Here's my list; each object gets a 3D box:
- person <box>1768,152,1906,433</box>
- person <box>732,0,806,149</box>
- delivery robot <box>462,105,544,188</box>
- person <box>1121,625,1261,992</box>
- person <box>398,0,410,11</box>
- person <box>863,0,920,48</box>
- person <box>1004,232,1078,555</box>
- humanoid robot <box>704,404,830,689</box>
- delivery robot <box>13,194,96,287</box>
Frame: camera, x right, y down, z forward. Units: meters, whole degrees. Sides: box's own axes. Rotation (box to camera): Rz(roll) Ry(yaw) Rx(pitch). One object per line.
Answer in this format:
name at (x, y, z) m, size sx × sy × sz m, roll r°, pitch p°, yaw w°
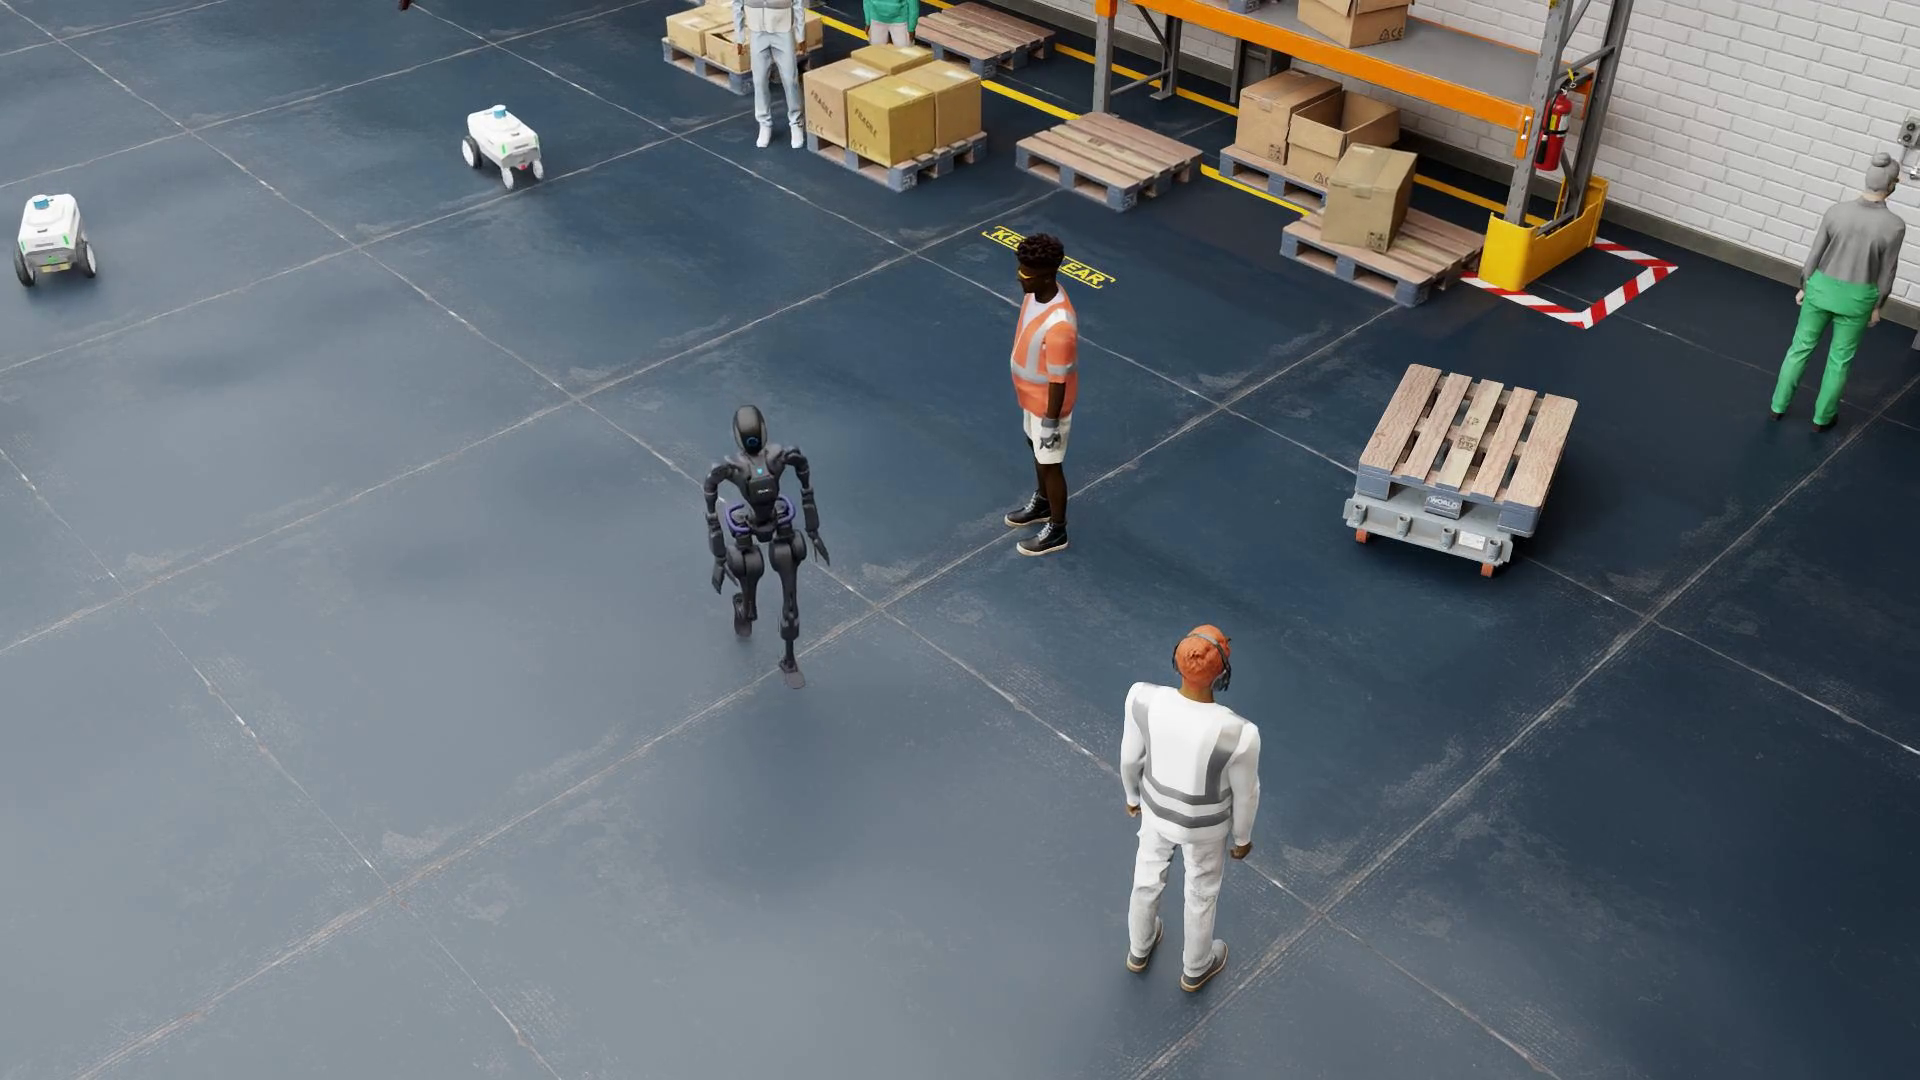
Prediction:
person at (5.428, -1.521, 10.234) m, size 0.513 × 1.853 × 0.340 m, roll 25°, pitch 44°, yaw 29°
person at (-1.567, -4.186, 13.722) m, size 0.596 × 1.906 × 0.402 m, roll 2°, pitch 37°, yaw 3°
delivery robot at (-3.736, -3.264, 13.618) m, size 0.499 × 0.595 × 0.781 m, roll -24°, pitch 43°, yaw -29°
person at (0.919, 1.104, 6.735) m, size 0.574 × 1.882 × 0.356 m, roll 18°, pitch 41°, yaw 22°
person at (-5.611, -6.242, 16.551) m, size 0.539 × 1.767 × 0.645 m, roll -3°, pitch 37°, yaw -4°
person at (-0.573, -4.405, 14.062) m, size 0.496 × 1.843 × 0.404 m, roll 11°, pitch 39°, yaw 15°
person at (0.461, -0.801, 9.200) m, size 0.369 × 1.958 × 0.596 m, roll -6°, pitch 37°, yaw -7°
humanoid robot at (-0.991, -0.034, 8.424) m, size 0.609 × 1.643 × 0.562 m, roll -13°, pitch 39°, yaw -16°
delivery robot at (-6.695, -2.239, 12.268) m, size 0.499 × 0.603 × 0.802 m, roll -12°, pitch 39°, yaw -15°
